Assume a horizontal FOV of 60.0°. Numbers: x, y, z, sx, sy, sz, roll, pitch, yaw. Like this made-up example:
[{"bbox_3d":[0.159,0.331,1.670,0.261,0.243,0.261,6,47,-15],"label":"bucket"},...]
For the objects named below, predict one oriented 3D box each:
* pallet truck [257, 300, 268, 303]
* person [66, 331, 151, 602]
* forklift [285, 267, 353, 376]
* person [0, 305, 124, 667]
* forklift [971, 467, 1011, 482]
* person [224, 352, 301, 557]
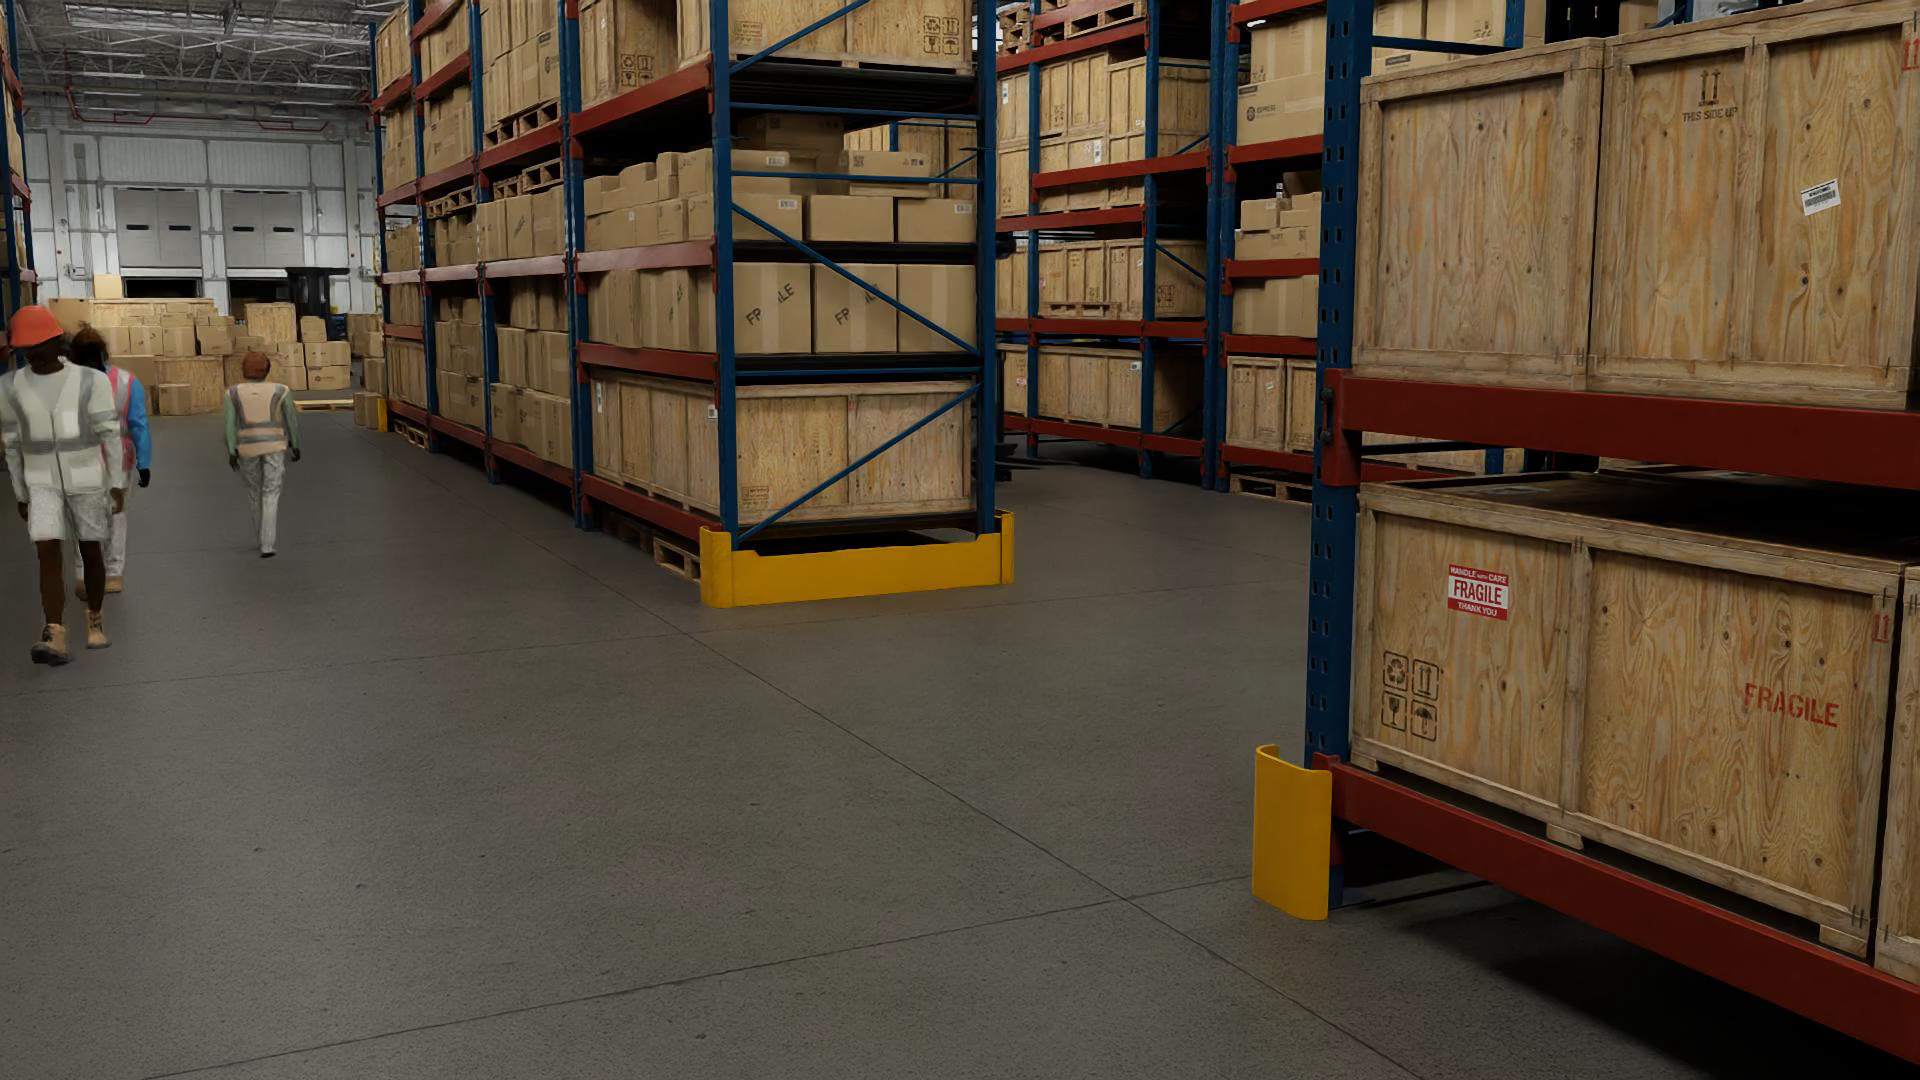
[{"bbox_3d":[-23.913,-7.404,58.171,1.885,1.965,0.823,-1,8,-9],"label":"pallet truck"},{"bbox_3d":[-5.777,-0.488,11.147,0.660,1.799,0.918,-4,9,-25],"label":"person"},{"bbox_3d":[-16.532,-5.490,41.948,1.129,2.768,1.873,5,10,31],"label":"forklift"},{"bbox_3d":[-4.990,-0.299,9.231,0.634,1.968,1.060,-3,9,-21],"label":"person"},{"bbox_3d":[-0.507,-2.029,18.077,1.873,2.768,1.129,8,11,42],"label":"forklift"},{"bbox_3d":[-5.536,-0.690,13.243,0.514,1.598,0.848,-2,8,-11],"label":"person"}]
